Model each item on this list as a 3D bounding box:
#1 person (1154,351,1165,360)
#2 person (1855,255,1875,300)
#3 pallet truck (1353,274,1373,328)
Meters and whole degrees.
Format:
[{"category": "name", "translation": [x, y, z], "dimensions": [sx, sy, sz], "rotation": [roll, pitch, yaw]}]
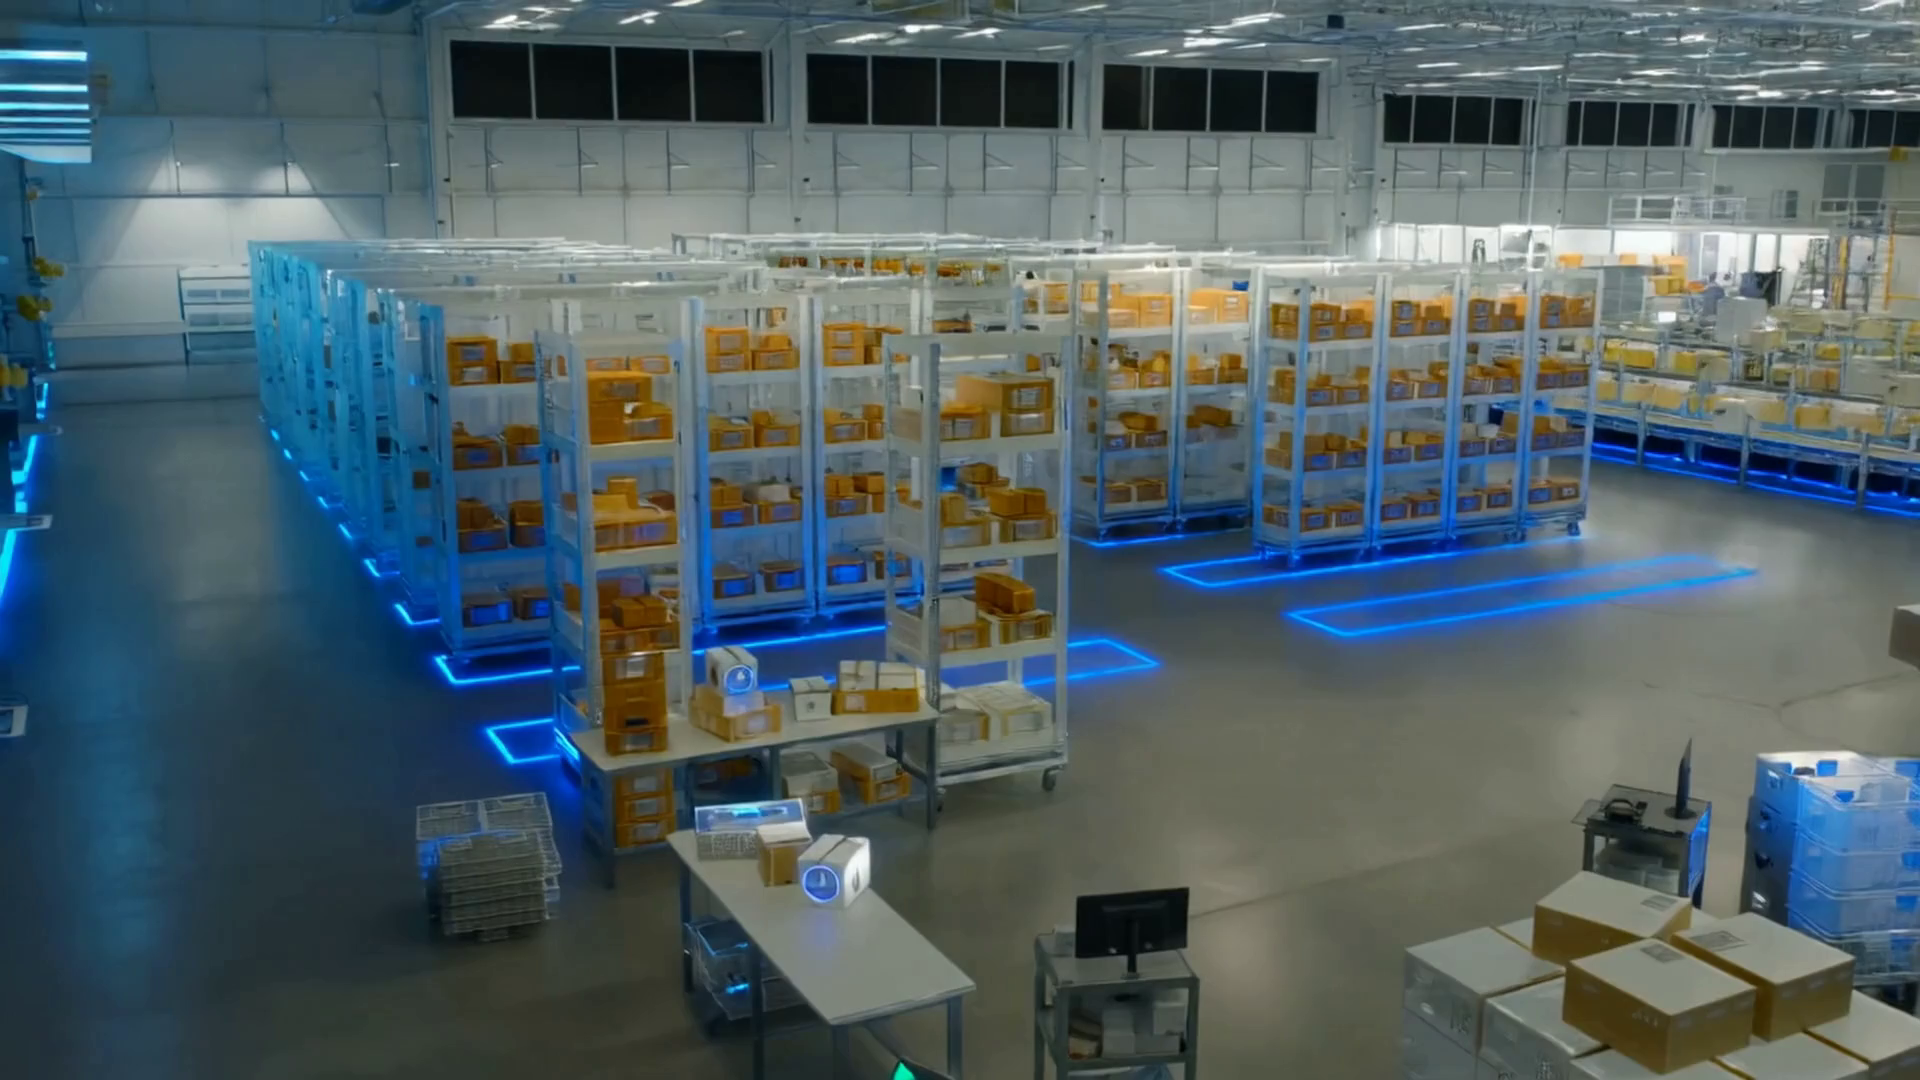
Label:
[{"category": "person", "translation": [4.586, -4.068, 36.890], "dimensions": [0.671, 1.886, 0.492], "rotation": [-4, 13, -17]}, {"category": "person", "translation": [37.468, -10.857, 68.746], "dimensions": [0.591, 1.847, 0.956], "rotation": [-5, 13, -23]}, {"category": "pallet truck", "translation": [13.011, -8.050, 55.243], "dimensions": [0.823, 1.965, 1.885], "rotation": [-7, 14, -28]}]
